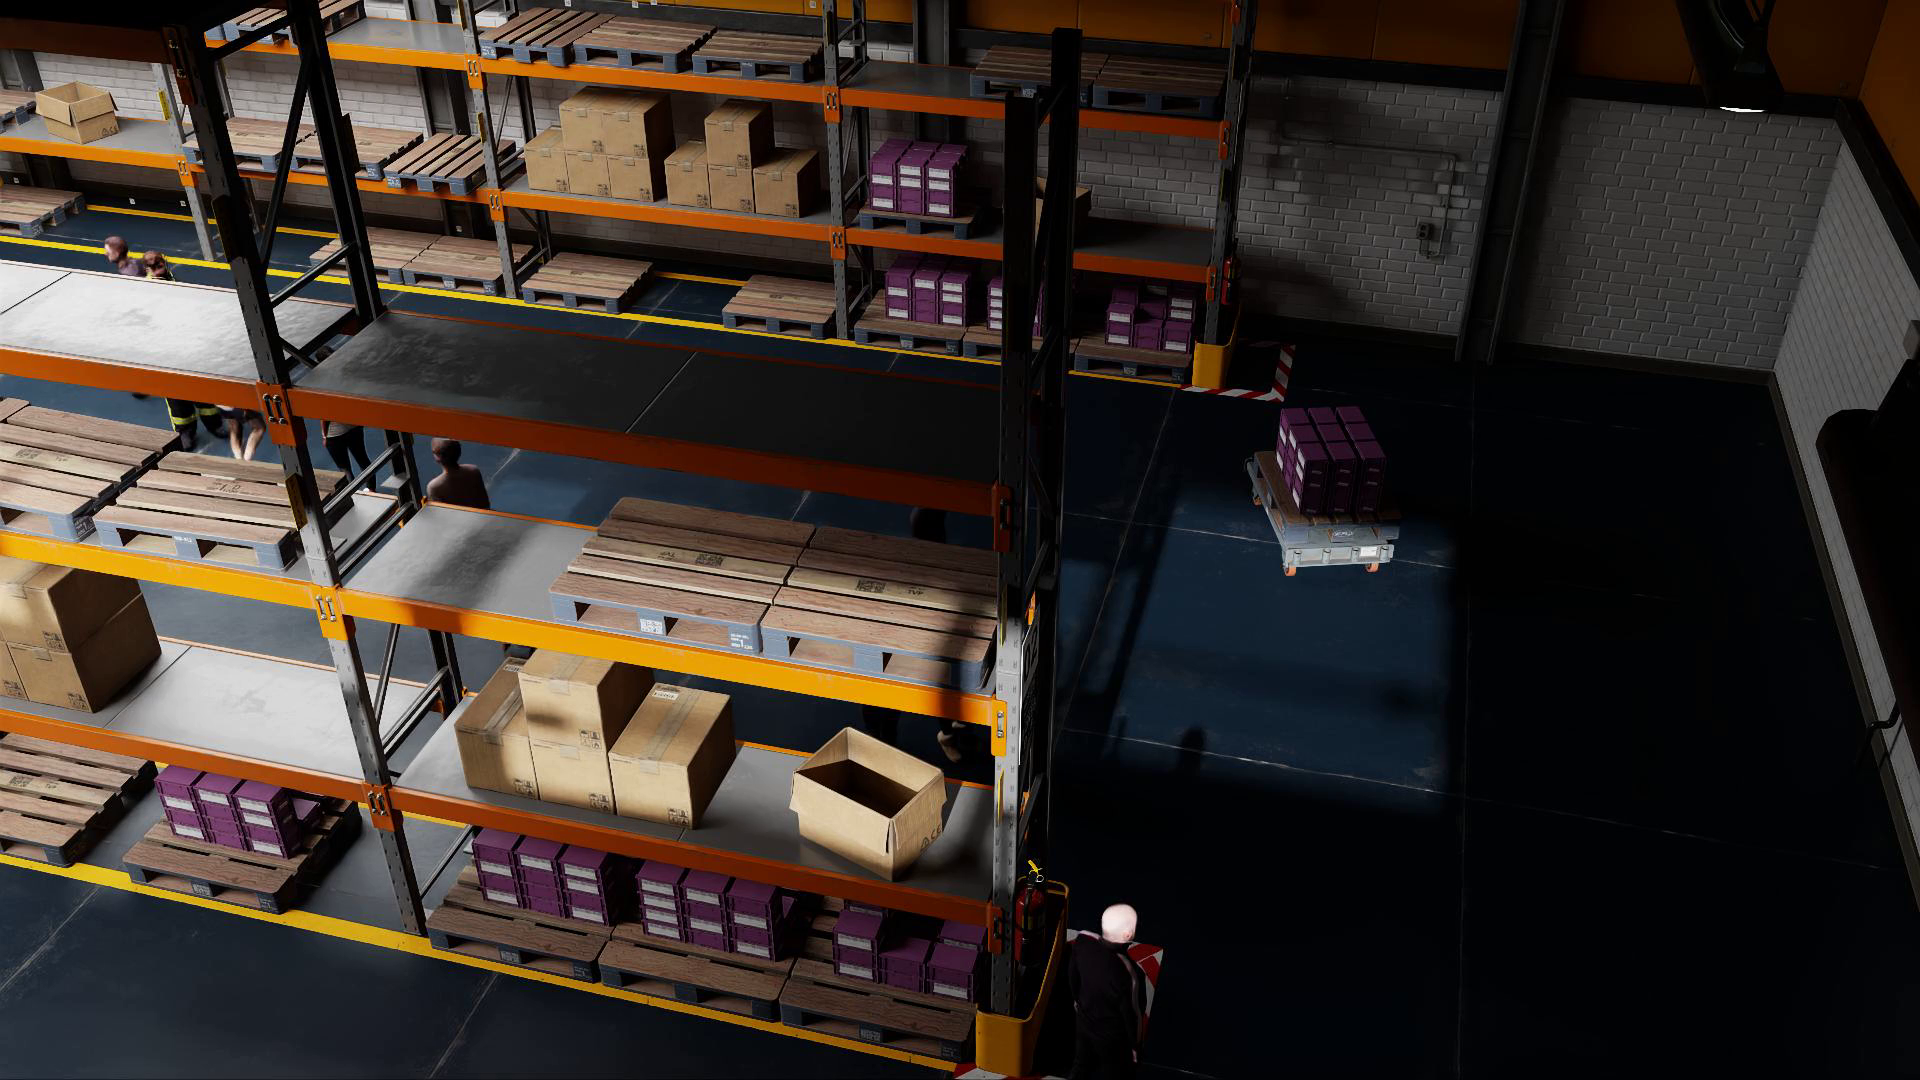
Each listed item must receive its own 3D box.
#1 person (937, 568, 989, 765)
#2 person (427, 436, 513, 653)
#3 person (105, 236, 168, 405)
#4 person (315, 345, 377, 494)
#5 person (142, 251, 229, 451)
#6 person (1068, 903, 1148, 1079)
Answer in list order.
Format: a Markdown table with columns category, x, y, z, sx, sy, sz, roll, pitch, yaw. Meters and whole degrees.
| category | x | y | z | sx | sy | sz | roll | pitch | yaw |
| --- | --- | --- | --- | --- | --- | --- | --- | --- | --- |
| person | -0.072 | 0.850 | 12.137 | 0.767 | 1.665 | 0.705 | 24 | 40 | 31 |
| person | -3.854 | 0.041 | 13.191 | 1.292 | 1.847 | 0.994 | 23 | 40 | 30 |
| person | -8.001 | -2.180 | 16.564 | 1.019 | 1.812 | 0.924 | -10 | 35 | -14 |
| person | -5.550 | -1.008 | 14.950 | 0.627 | 1.646 | 0.636 | 21 | 39 | 28 |
| person | -7.474 | -1.843 | 15.902 | 0.870 | 1.983 | 0.879 | -25 | 41 | -32 |
| person | 0.805 | 2.712 | 9.184 | 0.826 | 1.834 | 0.722 | -25 | 41 | -33 |
